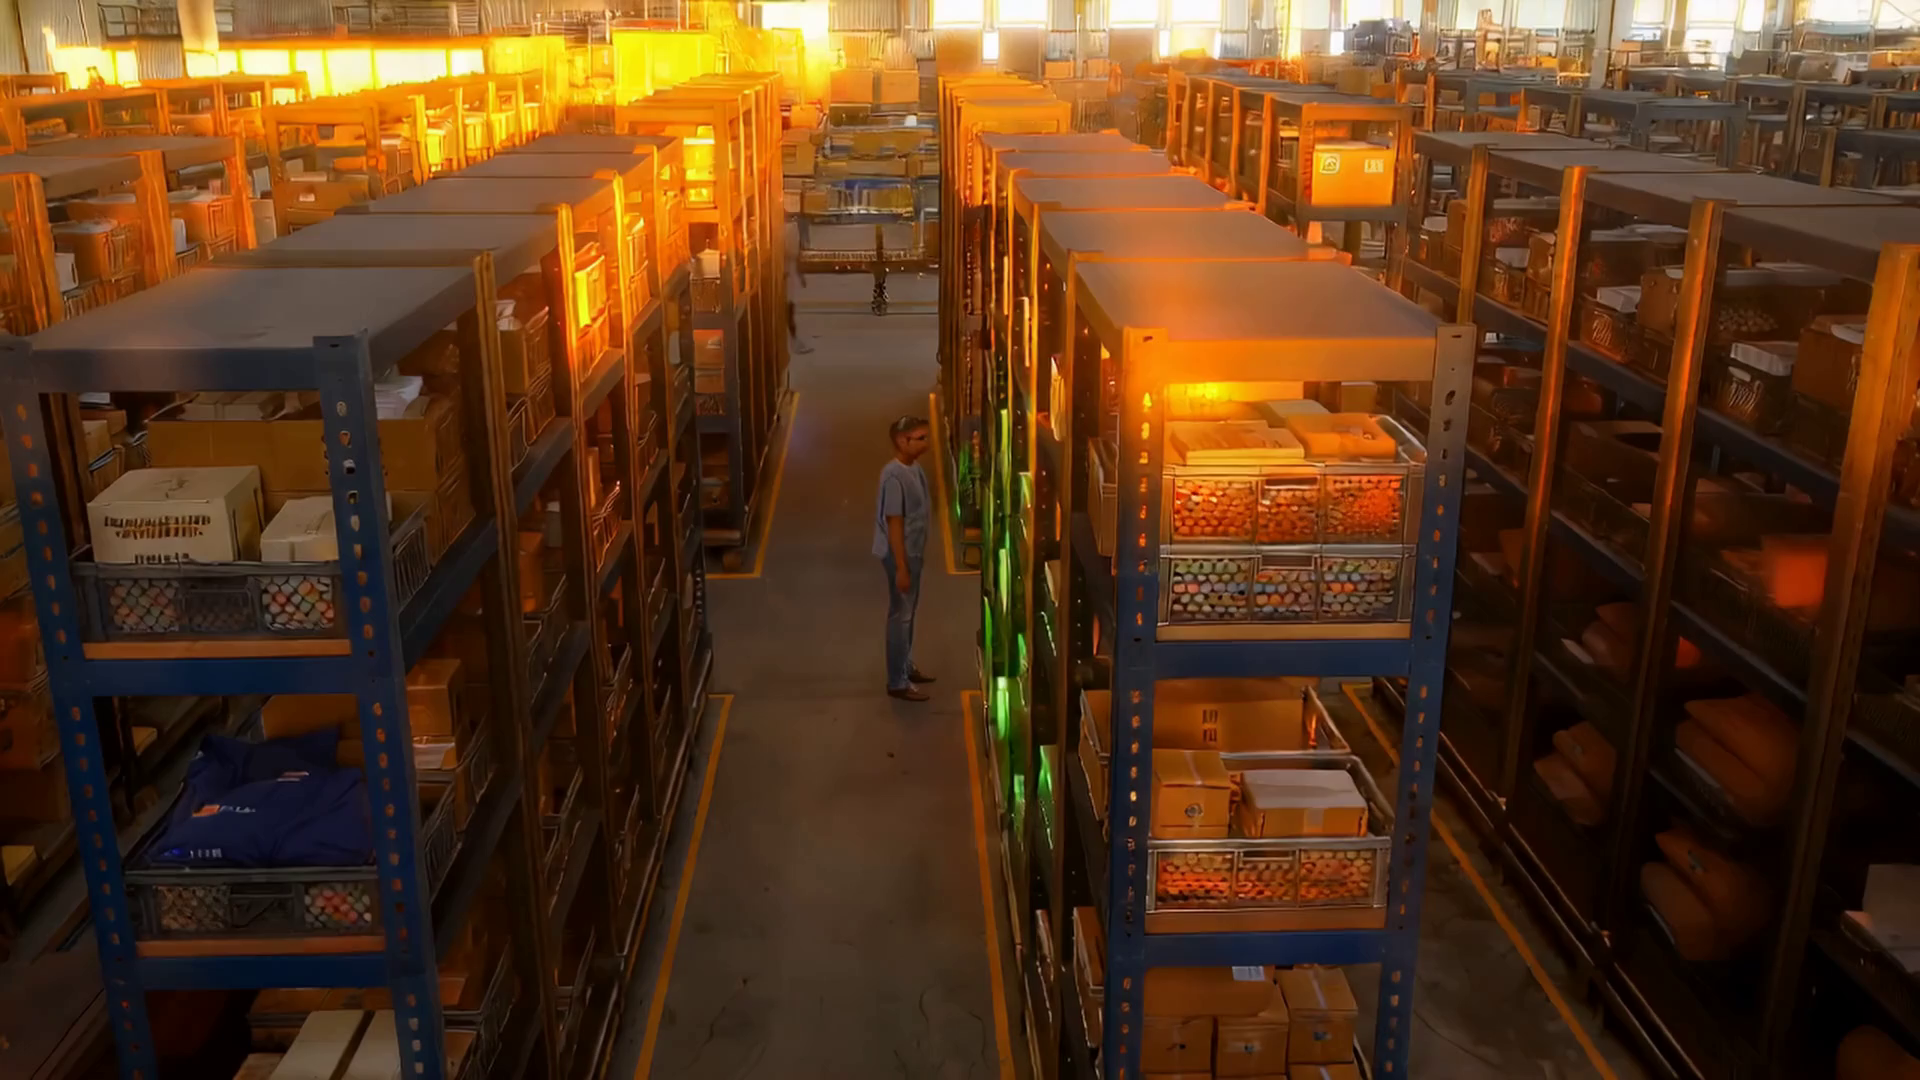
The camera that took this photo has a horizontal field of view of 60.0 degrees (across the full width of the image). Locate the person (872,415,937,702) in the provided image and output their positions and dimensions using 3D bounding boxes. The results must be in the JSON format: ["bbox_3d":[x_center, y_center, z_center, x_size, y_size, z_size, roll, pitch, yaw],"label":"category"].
[{"bbox_3d":[-0.355,0.103,10.599,0.389,1.846,0.567,2,18,7],"label":"person"}]

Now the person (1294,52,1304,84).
[{"bbox_3d":[17.100,-23.584,83.787,0.588,1.922,0.395,-9,20,-26],"label":"person"}]

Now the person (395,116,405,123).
[{"bbox_3d":[-18.057,-13.676,53.461,0.509,1.705,0.708,1,18,2],"label":"person"}]

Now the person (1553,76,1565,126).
[{"bbox_3d":[19.677,-14.096,54.294,0.857,2.016,0.622,13,22,35],"label":"person"}]

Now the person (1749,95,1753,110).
[{"bbox_3d":[30.362,-16.998,63.882,0.407,1.627,0.519,-11,21,-30],"label":"person"}]

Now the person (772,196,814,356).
[{"bbox_3d":[-2.306,-3.366,21.092,1.015,2.003,0.616,10,20,28],"label":"person"}]

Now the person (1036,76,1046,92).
[{"bbox_3d":[2.981,-15.760,59.753,0.791,1.810,0.589,3,18,10],"label":"person"}]

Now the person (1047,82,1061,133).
[{"bbox_3d":[2.835,-13.038,51.048,0.642,1.981,0.435,-6,19,-17],"label":"person"}]

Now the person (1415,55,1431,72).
[{"bbox_3d":[21.401,-21.460,77.016,0.718,2.000,0.753,4,18,13],"label":"person"}]

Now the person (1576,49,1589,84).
[{"bbox_3d":[33.988,-25.901,91.001,0.944,1.880,0.614,-11,21,-31],"label":"person"}]

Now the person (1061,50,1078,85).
[{"bbox_3d":[5.938,-25.657,90.358,0.991,1.817,0.505,7,19,22],"label":"person"}]

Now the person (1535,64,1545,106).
[{"bbox_3d":[24.101,-18.861,69.270,0.511,1.860,0.325,-9,20,-27],"label":"person"}]

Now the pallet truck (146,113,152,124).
[{"bbox_3d":[-18.087,-8.309,36.390,1.885,1.965,0.823,-1,18,-4],"label":"pallet truck"}]

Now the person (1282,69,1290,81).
[{"bbox_3d":[12.129,-16.606,62.161,0.372,1.934,0.551,4,18,11],"label":"person"}]

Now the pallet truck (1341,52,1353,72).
[{"bbox_3d":[18.794,-23.123,82.231,0.823,1.965,1.885,-13,22,-35],"label":"pallet truck"}]

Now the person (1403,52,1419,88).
[{"bbox_3d":[23.533,-24.336,86.174,1.050,1.879,0.644,-1,18,-3],"label":"person"}]

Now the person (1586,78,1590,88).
[{"bbox_3d":[23.805,-16.817,62.810,0.793,1.943,0.609,-9,20,-27],"label":"person"}]

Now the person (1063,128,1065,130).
[{"bbox_3d":[2.385,-8.556,37.807,0.512,1.589,0.841,8,19,22],"label":"person"}]

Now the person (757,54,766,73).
[{"bbox_3d":[-10.085,-23.638,84.112,0.528,1.806,0.870,-4,18,-13],"label":"person"}]

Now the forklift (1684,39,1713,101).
[{"bbox_3d":[30.924,-19.625,69.994,1.129,2.768,1.873,-1,18,-2],"label":"forklift"}]

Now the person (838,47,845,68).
[{"bbox_3d":[-6.632,-26.599,93.135,0.485,1.899,0.618,-7,19,-21],"label":"person"}]

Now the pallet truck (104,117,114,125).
[{"bbox_3d":[-18.367,-7.885,35.078,1.885,1.965,0.823,1,18,2],"label":"pallet truck"}]

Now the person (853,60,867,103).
[{"bbox_3d":[-4.416,-20.213,73.419,0.607,1.891,0.808,-4,18,-13],"label":"person"}]

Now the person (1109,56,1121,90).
[{"bbox_3d":[7.315,-21.904,78.664,0.574,1.876,0.354,-5,19,-15],"label":"person"}]

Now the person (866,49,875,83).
[{"bbox_3d":[-4.983,-26.520,92.996,0.429,1.844,0.626,13,22,35],"label":"person"}]

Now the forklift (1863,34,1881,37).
[{"bbox_3d":[44.131,-23.197,81.047,1.129,2.768,1.873,-1,18,-2],"label":"forklift"}]

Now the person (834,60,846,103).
[{"bbox_3d":[-5.250,-19.988,72.651,0.578,1.924,0.489,-10,20,-28],"label":"person"}]

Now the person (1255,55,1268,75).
[{"bbox_3d":[14.615,-22.551,80.642,1.026,1.895,0.623,-14,23,-38],"label":"person"}]

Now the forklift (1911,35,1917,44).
[{"bbox_3d":[50.031,-25.168,87.146,1.129,2.768,1.873,-10,20,-29],"label":"forklift"}]
